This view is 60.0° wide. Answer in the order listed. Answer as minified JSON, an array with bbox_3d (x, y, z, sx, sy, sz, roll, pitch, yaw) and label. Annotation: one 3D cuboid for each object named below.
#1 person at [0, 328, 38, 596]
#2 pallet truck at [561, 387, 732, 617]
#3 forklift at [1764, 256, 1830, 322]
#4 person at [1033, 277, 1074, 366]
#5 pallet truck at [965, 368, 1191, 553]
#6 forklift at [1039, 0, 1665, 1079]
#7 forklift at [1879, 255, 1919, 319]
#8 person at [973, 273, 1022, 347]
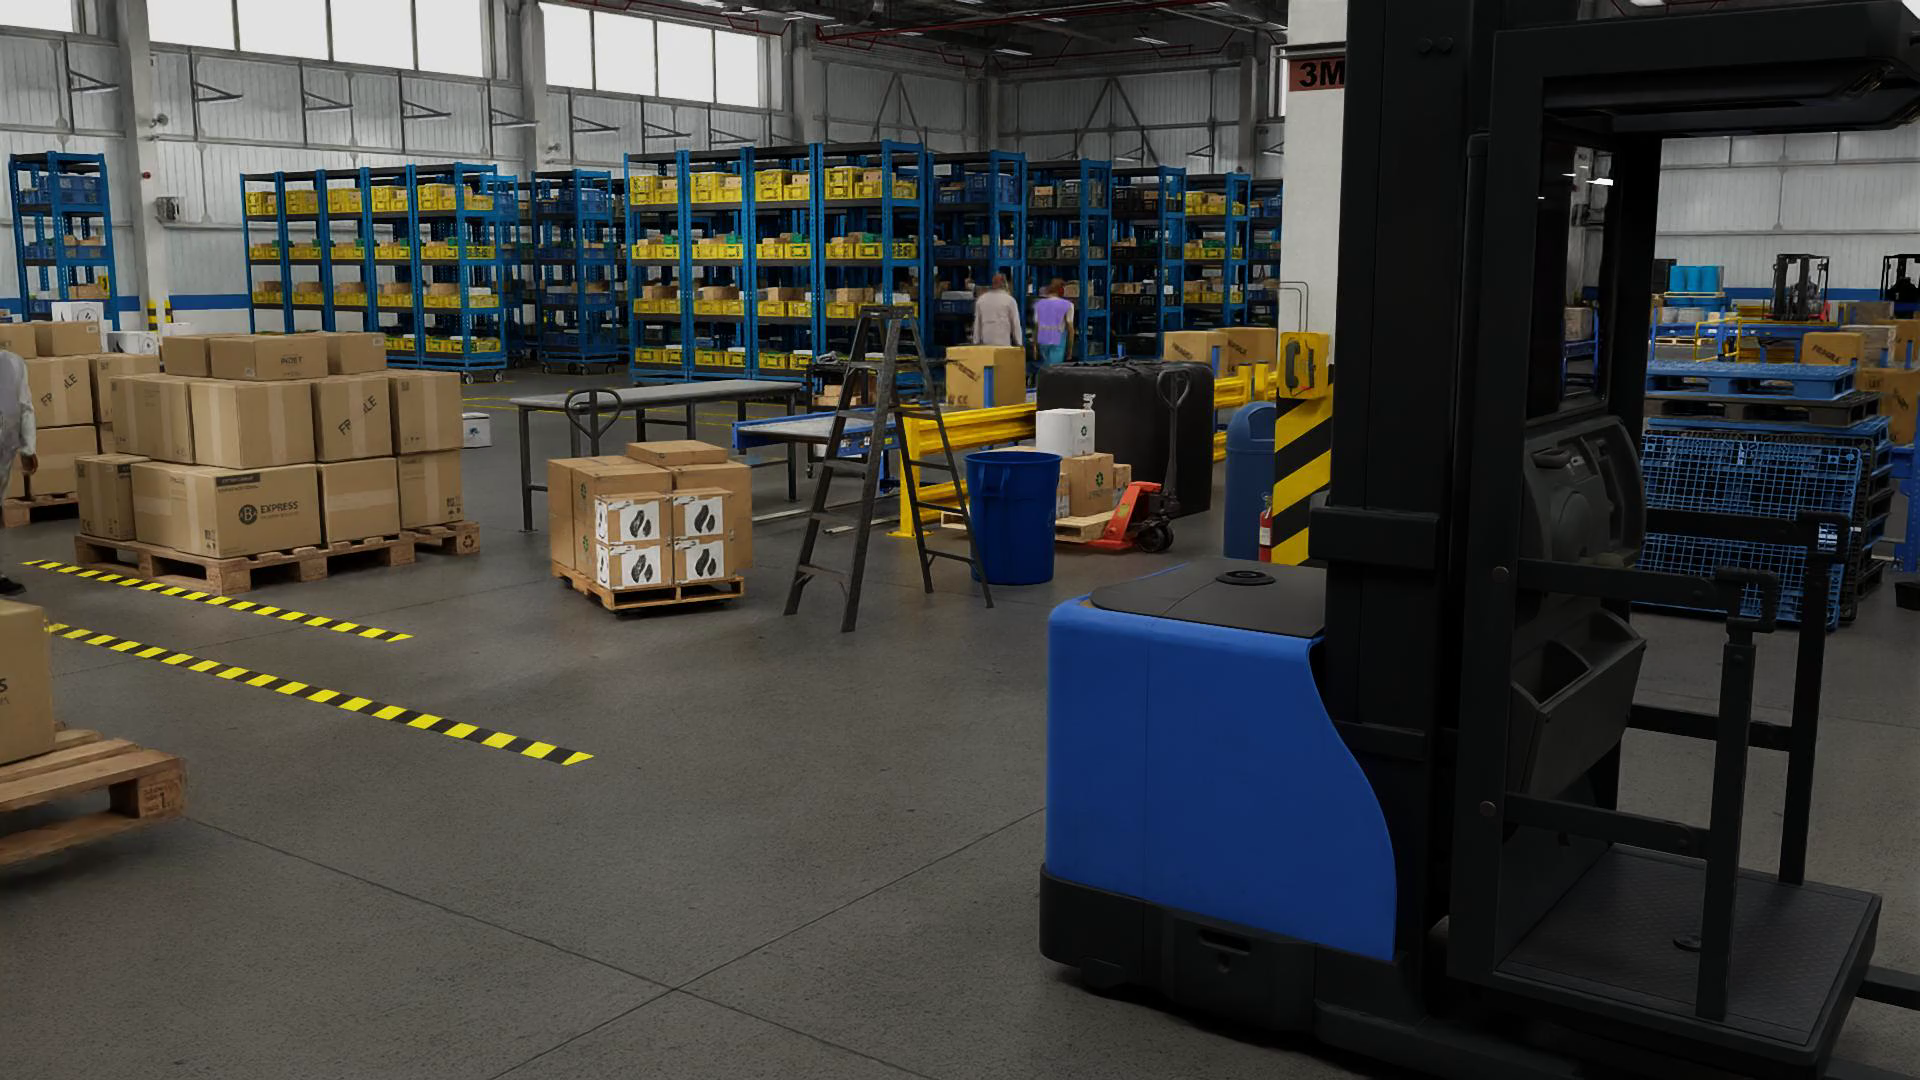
[{"bbox_3d":[-6.022,-0.569,10.192,0.791,1.790,0.601,5,11,28],"label":"person"},{"bbox_3d":[-1.981,-0.274,10.088,0.680,1.201,1.601,-5,11,-28],"label":"pallet truck"},{"bbox_3d":[20.253,-5.854,40.139,1.157,1.987,2.680,7,12,35],"label":"forklift"},{"bbox_3d":[1.201,-2.574,22.068,0.574,1.814,0.754,6,11,30],"label":"person"},{"bbox_3d":[0.845,-0.609,11.869,1.630,1.274,0.653,7,12,35],"label":"pallet truck"},{"bbox_3d":[1.249,-0.137,4.360,1.873,2.768,1.129,7,12,35],"label":"forklift"},{"bbox_3d":[22.089,-5.634,38.796,1.157,1.987,2.680,6,11,33],"label":"forklift"},{"bbox_3d":[0.557,-2.732,22.882,0.653,1.845,1.026,7,12,37],"label":"person"}]
